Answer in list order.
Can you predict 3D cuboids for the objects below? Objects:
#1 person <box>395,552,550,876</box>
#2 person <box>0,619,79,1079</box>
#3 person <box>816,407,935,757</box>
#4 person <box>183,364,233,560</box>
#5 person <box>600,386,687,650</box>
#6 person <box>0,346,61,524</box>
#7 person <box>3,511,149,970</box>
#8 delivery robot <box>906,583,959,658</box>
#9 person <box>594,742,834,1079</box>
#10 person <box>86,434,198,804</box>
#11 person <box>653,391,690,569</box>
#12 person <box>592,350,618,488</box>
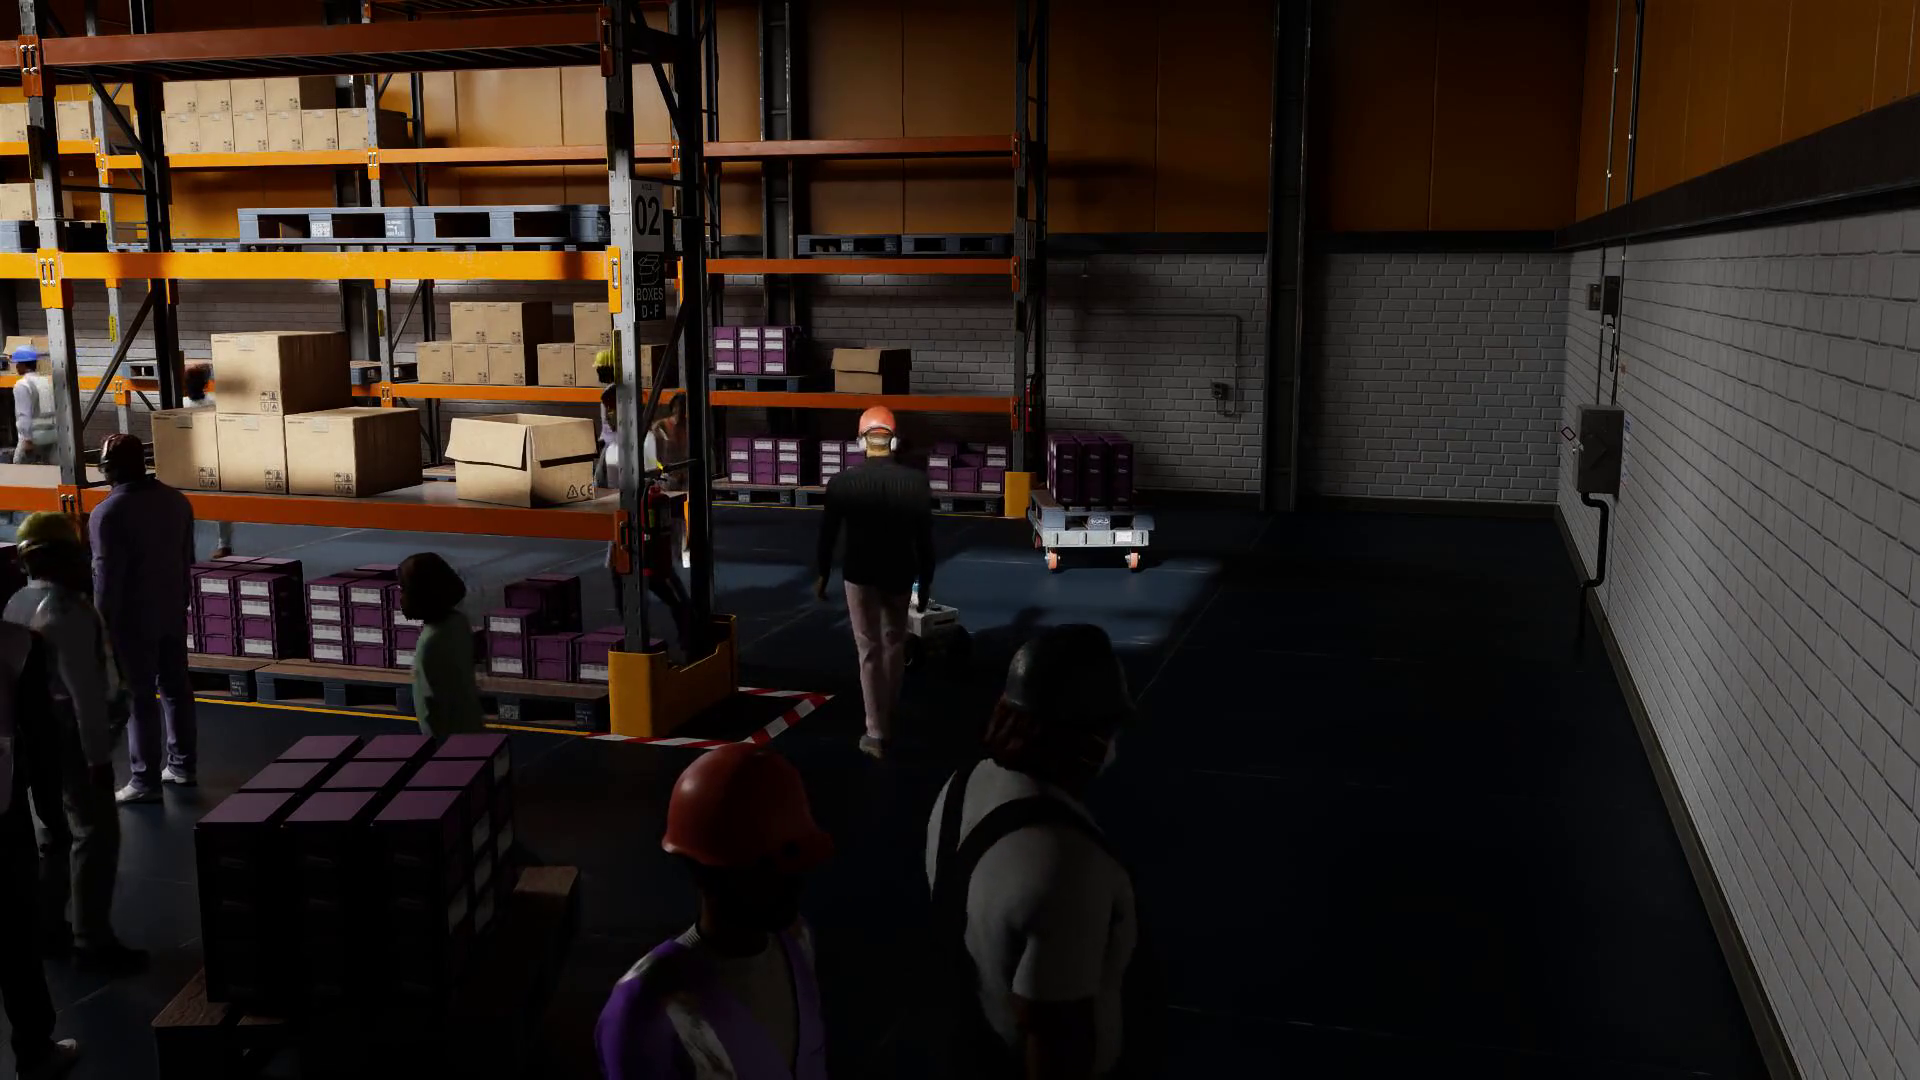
[{"bbox_3d":[-1.981,0.836,6.740,0.606,1.612,0.529,0,9,1],"label":"person"},{"bbox_3d":[-3.270,0.895,5.476,0.591,1.921,0.392,-2,10,-13],"label":"person"},{"bbox_3d":[-0.497,0.207,9.597,0.642,1.930,1.005,-2,9,-11],"label":"person"},{"bbox_3d":[-6.990,-0.674,15.257,0.600,1.841,0.928,1,9,6],"label":"person"},{"bbox_3d":[-2.208,-0.118,11.585,0.658,1.940,0.629,4,10,25],"label":"person"},{"bbox_3d":[-9.925,-1.103,17.681,0.957,1.900,0.653,1,9,4],"label":"person"},{"bbox_3d":[-3.458,0.796,6.485,0.646,1.797,0.404,9,13,44],"label":"person"},{"bbox_3d":[-0.338,0.541,11.501,0.477,0.478,0.707,-8,12,-41],"label":"delivery robot"},{"bbox_3d":[-0.381,1.299,2.956,0.364,1.939,0.542,5,10,26],"label":"person"},{"bbox_3d":[-4.223,0.401,8.548,0.407,1.902,0.639,2,10,14],"label":"person"},{"bbox_3d":[-2.563,-0.567,15.270,0.531,1.621,0.472,-2,10,-12],"label":"person"},{"bbox_3d":[-3.702,-1.073,17.615,0.999,1.872,0.596,0,9,-3],"label":"person"}]
